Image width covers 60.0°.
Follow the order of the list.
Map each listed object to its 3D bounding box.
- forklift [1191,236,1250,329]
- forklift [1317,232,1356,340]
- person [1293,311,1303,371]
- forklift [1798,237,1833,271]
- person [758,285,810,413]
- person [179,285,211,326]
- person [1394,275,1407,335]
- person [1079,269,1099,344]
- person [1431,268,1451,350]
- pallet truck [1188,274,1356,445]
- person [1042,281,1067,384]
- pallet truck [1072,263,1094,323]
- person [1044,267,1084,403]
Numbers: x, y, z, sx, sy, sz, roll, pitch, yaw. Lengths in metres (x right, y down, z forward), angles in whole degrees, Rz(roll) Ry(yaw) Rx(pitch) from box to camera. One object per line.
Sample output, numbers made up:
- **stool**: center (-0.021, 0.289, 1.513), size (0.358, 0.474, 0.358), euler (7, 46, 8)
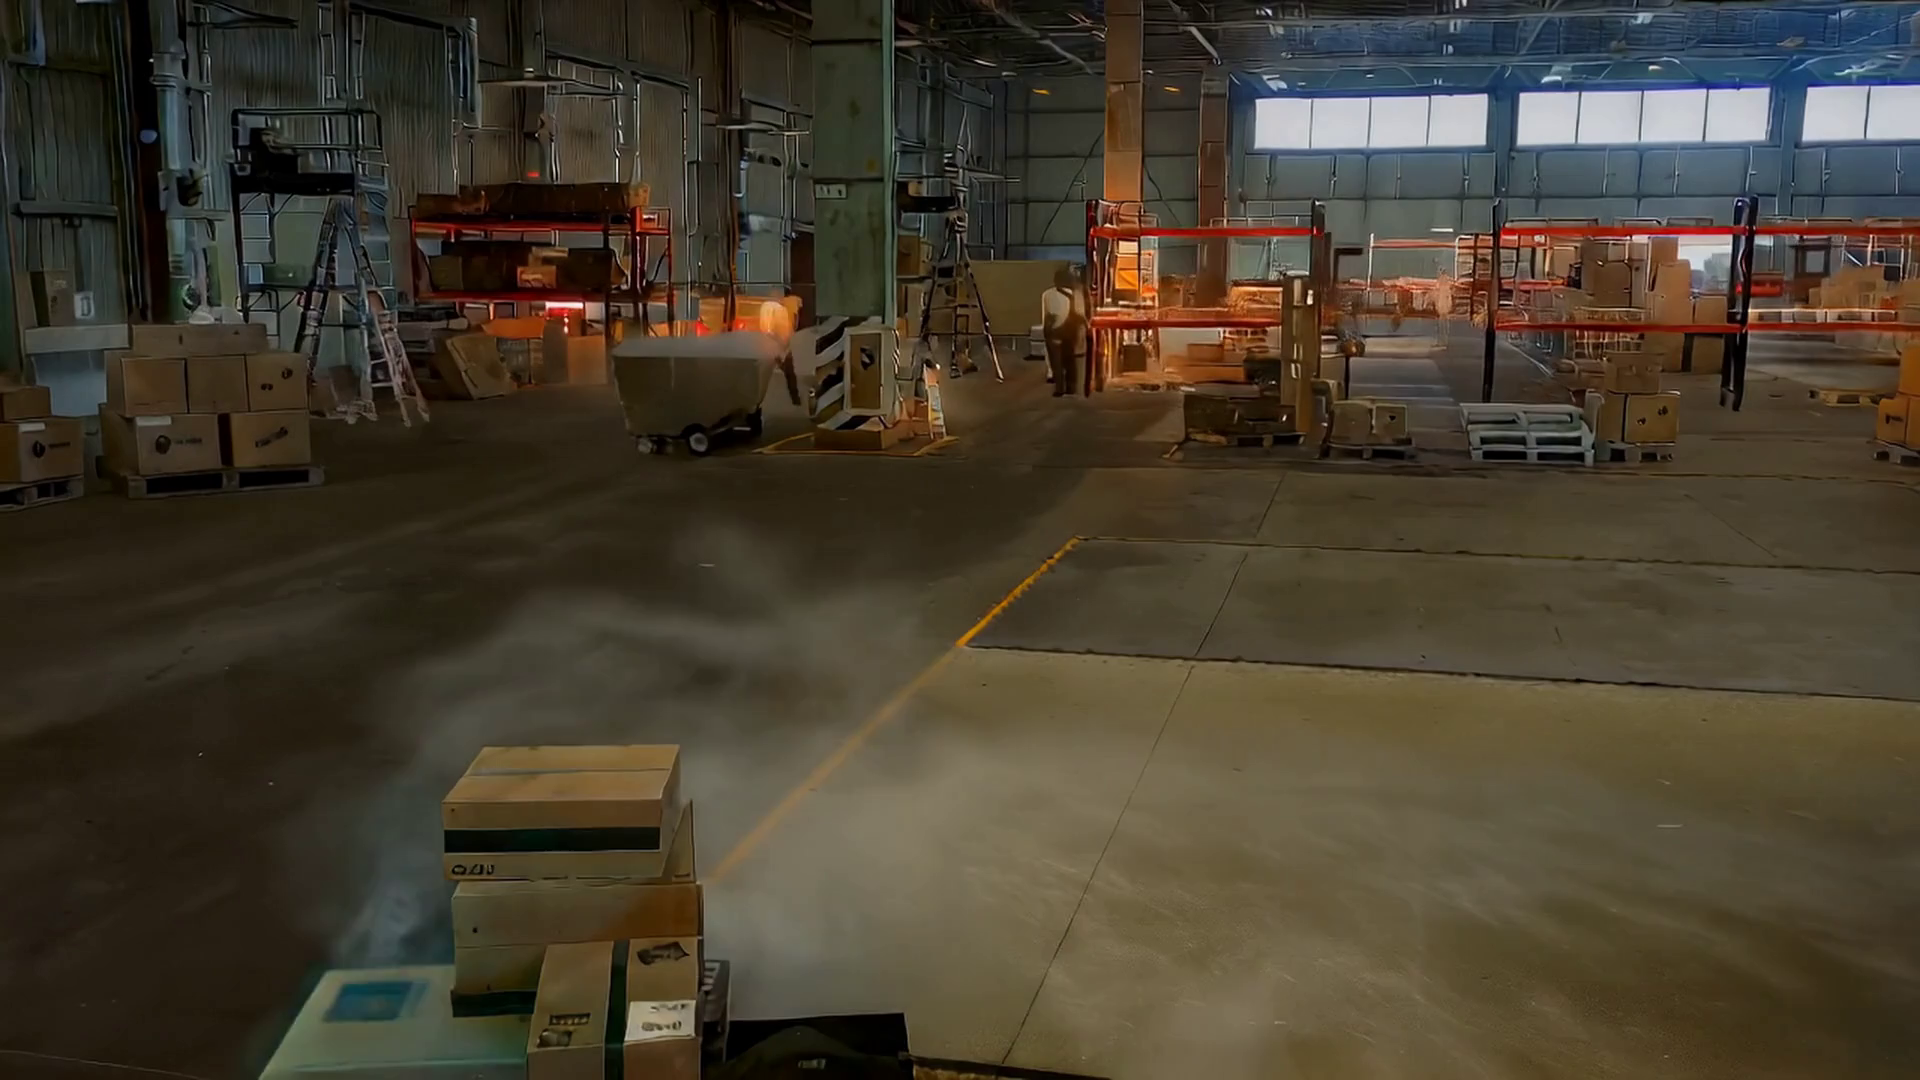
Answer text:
- **forklift**: center (7.805, -7.847, 50.605), size (1.873, 2.768, 1.129), euler (-2, 10, -12)
- **forklift**: center (9.533, -6.682, 43.748), size (1.873, 2.768, 1.129), euler (2, 10, 14)
- **person**: center (6.618, -4.096, 31.902), size (0.335, 1.735, 0.484), euler (6, 11, 33)
- **forklift**: center (27.416, -8.330, 53.452), size (1.129, 2.768, 1.873), euler (8, 12, 39)
- **person**: center (-2.592, -2.682, 23.401), size (0.953, 1.795, 0.644), euler (-8, 13, -41)
- **person**: center (-8.818, -2.013, 19.248), size (0.327, 1.865, 0.519), euler (-1, 10, -5)
- **person**: center (12.437, -6.632, 46.933), size (0.316, 1.696, 0.540), euler (9, 13, 41)
- **person**: center (3.224, -5.891, 41.933), size (0.786, 1.904, 0.573), euler (-4, 10, -20)
- **person**: center (11.366, -5.447, 39.274), size (0.370, 1.925, 0.595), euler (7, 12, 34)
- **pallet truck**: center (3.653, -2.138, 19.590), size (1.885, 1.965, 0.823), euler (-4, 10, -20)
- **person**: center (1.708, -3.648, 28.685), size (0.631, 1.931, 0.365), euler (5, 11, 25)
- **pallet truck**: center (4.325, -8.180, 55.162), size (0.823, 1.965, 1.885), euler (6, 11, 31)
- **person**: center (1.514, -3.084, 25.031), size (0.687, 2.000, 0.536), euler (-9, 13, -42)
